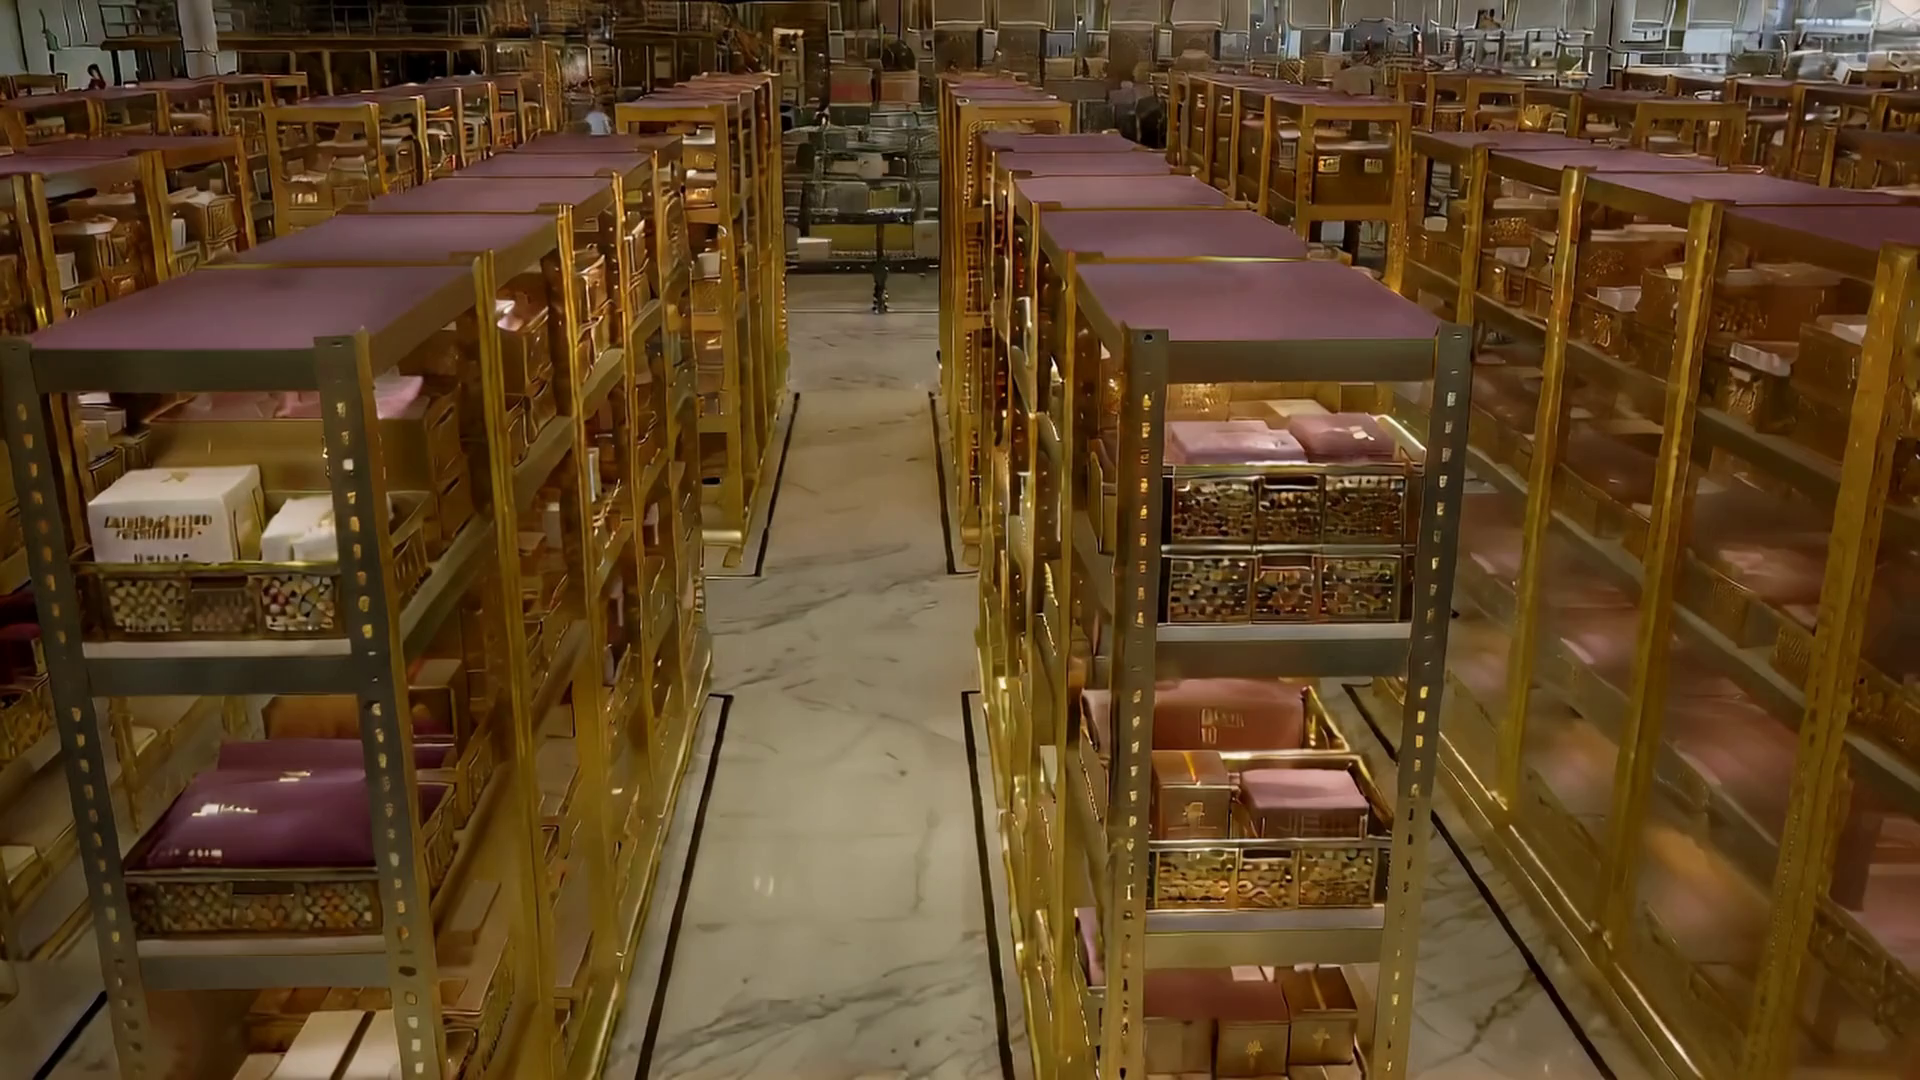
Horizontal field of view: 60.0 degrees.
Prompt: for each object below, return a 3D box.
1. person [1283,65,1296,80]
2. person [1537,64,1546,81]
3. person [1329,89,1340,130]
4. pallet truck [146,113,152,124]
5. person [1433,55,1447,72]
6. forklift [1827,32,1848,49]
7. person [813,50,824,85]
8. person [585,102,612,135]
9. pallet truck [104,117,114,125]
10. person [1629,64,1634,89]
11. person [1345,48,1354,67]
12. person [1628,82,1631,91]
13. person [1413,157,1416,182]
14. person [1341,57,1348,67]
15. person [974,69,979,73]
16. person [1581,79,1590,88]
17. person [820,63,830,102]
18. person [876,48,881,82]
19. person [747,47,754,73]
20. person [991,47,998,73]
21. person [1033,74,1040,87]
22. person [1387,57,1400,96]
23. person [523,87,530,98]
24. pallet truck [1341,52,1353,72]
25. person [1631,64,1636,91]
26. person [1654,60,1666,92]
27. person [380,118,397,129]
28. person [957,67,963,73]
[{"bbox_3d":[13.515,-18.472,68.070,0.602,1.867,1.013,-5,19,-14],"label":"person"},{"bbox_3d":[24.179,-18.871,69.303,0.525,1.859,0.317,-9,20,-26],"label":"person"},{"bbox_3d":[12.255,-13.902,54.318,0.507,1.605,0.714,-1,18,-3],"label":"person"},{"bbox_3d":[-18.087,-8.309,36.390,1.885,1.965,0.823,-1,18,-4],"label":"pallet truck"},{"bbox_3d":[23.098,-22.405,80.173,0.654,1.902,0.864,6,19,18],"label":"person"},{"bbox_3d":[46.023,-25.321,87.619,1.129,2.768,1.873,-1,18,-2],"label":"forklift"},{"bbox_3d":[-7.680,-25.708,90.505,0.624,1.835,0.431,-10,21,-29],"label":"person"},{"bbox_3d":[-9.272,-10.271,42.663,0.646,1.874,0.880,3,18,8],"label":"person"},{"bbox_3d":[-18.367,-7.885,35.078,1.885,1.965,0.823,1,18,2],"label":"pallet truck"},{"bbox_3d":[29.663,-20.420,73.962,0.633,1.939,0.368,-3,18,-10],"label":"person"},{"bbox_3d":[21.347,-26.043,91.384,0.594,1.922,0.386,9,20,25],"label":"person"},{"bbox_3d":[23.895,-15.576,59.463,0.534,1.628,0.514,10,20,28],"label":"person"},{"bbox_3d":[11.231,-9.487,40.335,0.597,1.813,0.558,0,18,-1],"label":"person"},{"bbox_3d":[19.472,-23.627,84.283,0.423,1.684,0.552,-10,20,-28],"label":"person"},{"bbox_3d":[0.635,-17.043,63.635,0.590,1.875,1.002,-12,22,-34],"label":"person"},{"bbox_3d":[20.916,-14.357,55.324,0.969,1.872,0.632,-7,19,-21],"label":"person"},{"bbox_3d":[-6.142,-20.775,75.416,0.493,1.711,0.810,-9,20,-25],"label":"person"},{"bbox_3d":[-4.437,-26.685,93.449,0.566,1.890,0.709,16,24,40],"label":"person"},{"bbox_3d":[-11.847,-26.637,93.236,0.815,1.921,0.613,-1,18,-2],"label":"person"},{"bbox_3d":[1.781,-26.275,92.033,0.903,1.960,0.660,4,18,13],"label":"person"},{"bbox_3d":[2.807,-16.368,61.702,0.383,1.754,0.543,2,18,6],"label":"person"},{"bbox_3d":[20.640,-22.096,79.343,0.463,1.851,0.639,-11,21,-31],"label":"person"},{"bbox_3d":[-15.931,-16.263,61.298,0.777,1.816,0.517,-13,22,-34],"label":"person"},{"bbox_3d":[18.794,-23.123,82.231,0.823,1.965,1.885,-13,22,-35],"label":"pallet truck"},{"bbox_3d":[32.590,-22.612,80.781,0.614,1.914,0.600,1,18,3],"label":"person"},{"bbox_3d":[29.976,-19.488,70.914,0.679,2.000,1.085,1,18,2],"label":"person"},{"bbox_3d":[-13.038,-8.685,37.612,0.637,1.982,1.058,11,21,30],"label":"person"},{"bbox_3d":[-0.049,-17.003,63.355,0.380,1.959,0.603,-3,18,-9],"label":"person"}]
